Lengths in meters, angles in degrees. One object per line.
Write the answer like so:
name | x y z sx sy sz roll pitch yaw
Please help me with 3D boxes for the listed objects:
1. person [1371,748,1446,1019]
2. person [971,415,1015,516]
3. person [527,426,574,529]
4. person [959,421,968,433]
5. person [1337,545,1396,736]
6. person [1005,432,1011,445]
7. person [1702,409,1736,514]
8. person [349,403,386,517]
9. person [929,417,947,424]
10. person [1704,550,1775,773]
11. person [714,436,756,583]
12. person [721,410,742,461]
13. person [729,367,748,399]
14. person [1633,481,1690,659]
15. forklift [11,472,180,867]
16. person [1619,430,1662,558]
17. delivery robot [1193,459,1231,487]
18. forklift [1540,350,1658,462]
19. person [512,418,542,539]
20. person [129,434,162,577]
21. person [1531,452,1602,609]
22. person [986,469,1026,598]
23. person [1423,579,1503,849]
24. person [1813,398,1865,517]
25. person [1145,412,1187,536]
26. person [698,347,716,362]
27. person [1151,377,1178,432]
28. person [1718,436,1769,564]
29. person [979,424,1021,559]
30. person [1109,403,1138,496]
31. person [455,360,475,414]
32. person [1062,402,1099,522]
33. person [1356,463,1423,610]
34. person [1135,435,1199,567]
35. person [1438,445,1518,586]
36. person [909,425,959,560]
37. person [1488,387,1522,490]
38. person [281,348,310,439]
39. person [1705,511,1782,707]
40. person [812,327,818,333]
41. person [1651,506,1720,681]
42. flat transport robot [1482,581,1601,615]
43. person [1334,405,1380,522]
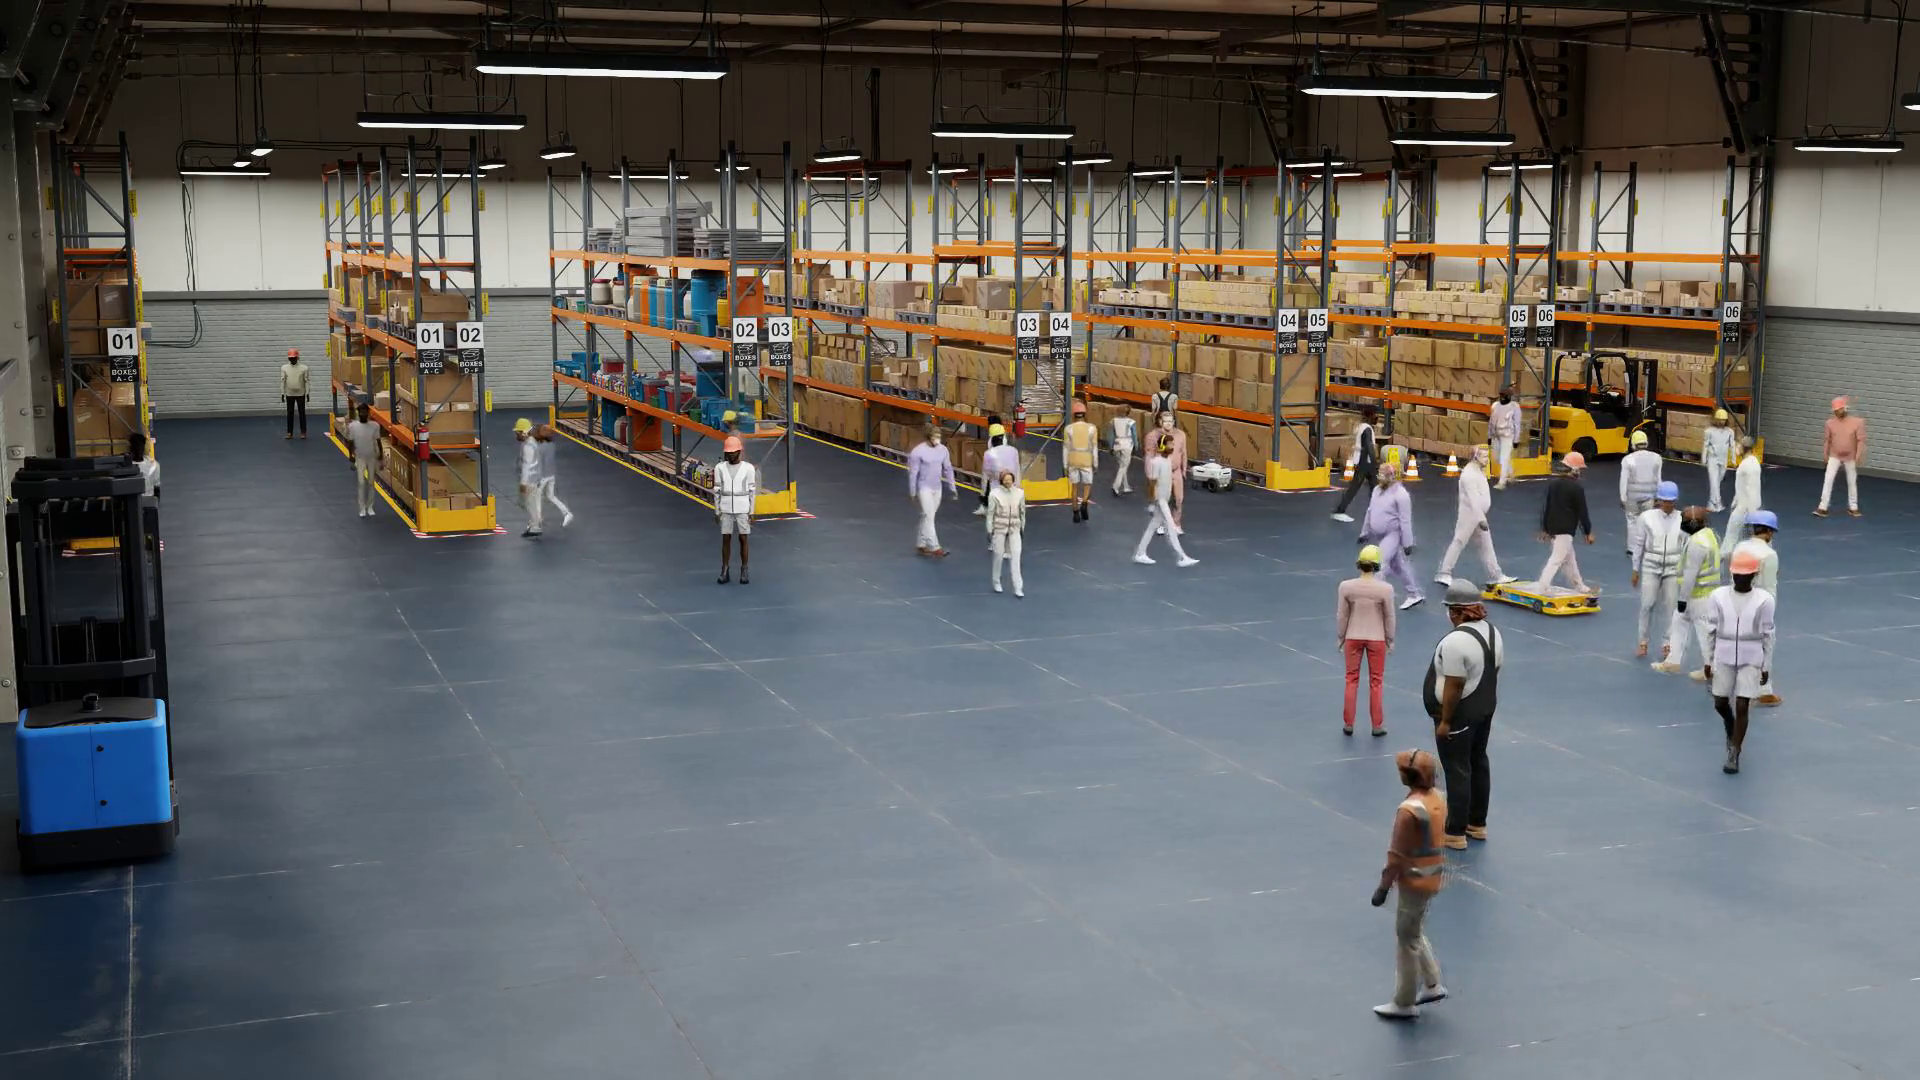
person | 2.667 2.028 12.342 0.367 1.631 0.537 5 10 30
person | 0.647 -1.201 33.863 0.910 1.640 0.544 -4 9 -24
person | -6.358 -0.968 32.442 0.642 1.599 0.527 4 10 27
person | 0.067 -3.027 45.350 0.589 1.855 0.896 -3 9 -17
person | 3.745 0.925 19.289 0.547 1.762 0.334 4 9 23
person | 0.970 -2.930 44.796 0.595 1.817 0.425 -5 10 -31
person | 12.398 -1.277 34.129 0.510 1.691 0.887 -1 9 -4
person | -9.531 -1.279 33.697 0.548 1.842 0.790 -4 9 -24
person | -0.516 -3.714 49.610 0.631 1.940 0.372 -4 9 -25
person | 6.743 1.018 18.117 0.559 1.922 0.646 5 10 28
person | -2.960 -0.398 27.502 0.548 1.937 0.379 1 9 5
person | -3.659 -1.200 33.475 0.363 1.742 0.560 -3 9 -21
person | -5.153 -3.438 48.484 0.520 1.726 0.905 -3 9 -17
person | 7.608 0.321 22.682 0.619 1.944 0.405 2 9 14
forklift | -6.630 0.886 15.957 1.129 2.768 1.873 -3 9 -21
person | 9.576 -0.636 29.469 0.597 1.818 0.507 0 9 -2
delivery robot | 4.474 -1.188 37.175 0.477 0.478 0.707 -7 11 -39
forklift | 12.897 -2.725 42.309 2.313 2.155 1.214 -3 9 -21
person | -6.489 -0.917 31.385 0.434 1.813 0.599 -2 9 -12
person | -10.985 -0.462 28.019 0.611 1.908 1.024 -5 10 -28
person | 7.447 -0.111 25.607 1.068 1.927 0.597 -2 9 -13
person | 0.589 -0.108 26.644 0.534 1.613 0.703 -2 9 -16
person | 3.778 1.313 15.897 0.536 2.000 0.688 8 12 42
person | 14.245 -1.328 33.773 0.648 1.938 0.813 5 10 31
person | 3.149 -0.992 31.646 0.685 1.877 0.772 -2 9 -11
person | -6.242 -4.148 52.617 0.865 1.903 0.555 -7 11 -41
person | 3.857 -2.147 39.481 0.507 1.842 0.351 2 9 12
person | 10.423 -0.452 28.030 1.035 1.879 0.647 3 9 22
person | 0.515 -0.699 29.639 0.580 1.892 0.803 -8 11 -41
person | 2.822 -1.578 36.477 0.527 1.611 0.797 6 11 36
person | -10.369 -2.793 43.503 0.589 1.927 0.386 -3 9 -21
person | 1.908 -1.233 33.142 0.590 1.911 0.404 1 9 4
person | 5.218 -0.029 25.372 1.047 1.852 0.656 -3 9 -17
person | 2.840 -0.550 28.917 0.968 1.818 0.545 4 9 25
person | 6.690 -0.292 27.085 1.017 1.855 0.659 5 10 29
person | -0.369 -0.677 29.550 0.631 1.876 0.974 -7 11 -41
person | 9.779 -1.834 37.465 0.627 1.821 0.639 -6 10 -34
person | -14.664 -3.230 46.190 0.619 1.992 0.396 -1 9 -8
person | 7.709 0.666 20.500 0.660 1.909 0.642 -3 9 -17
person | -3.846 -4.581 55.057 0.395 2.039 0.608 4 9 22
person | 7.507 0.542 21.646 0.807 1.805 0.658 4 9 25
flat transport robot | 7.169 0.700 25.850 0.652 0.197 1.431 -4 10 -25
person | 6.438 -1.215 33.207 1.020 1.868 0.608 2 9 13
